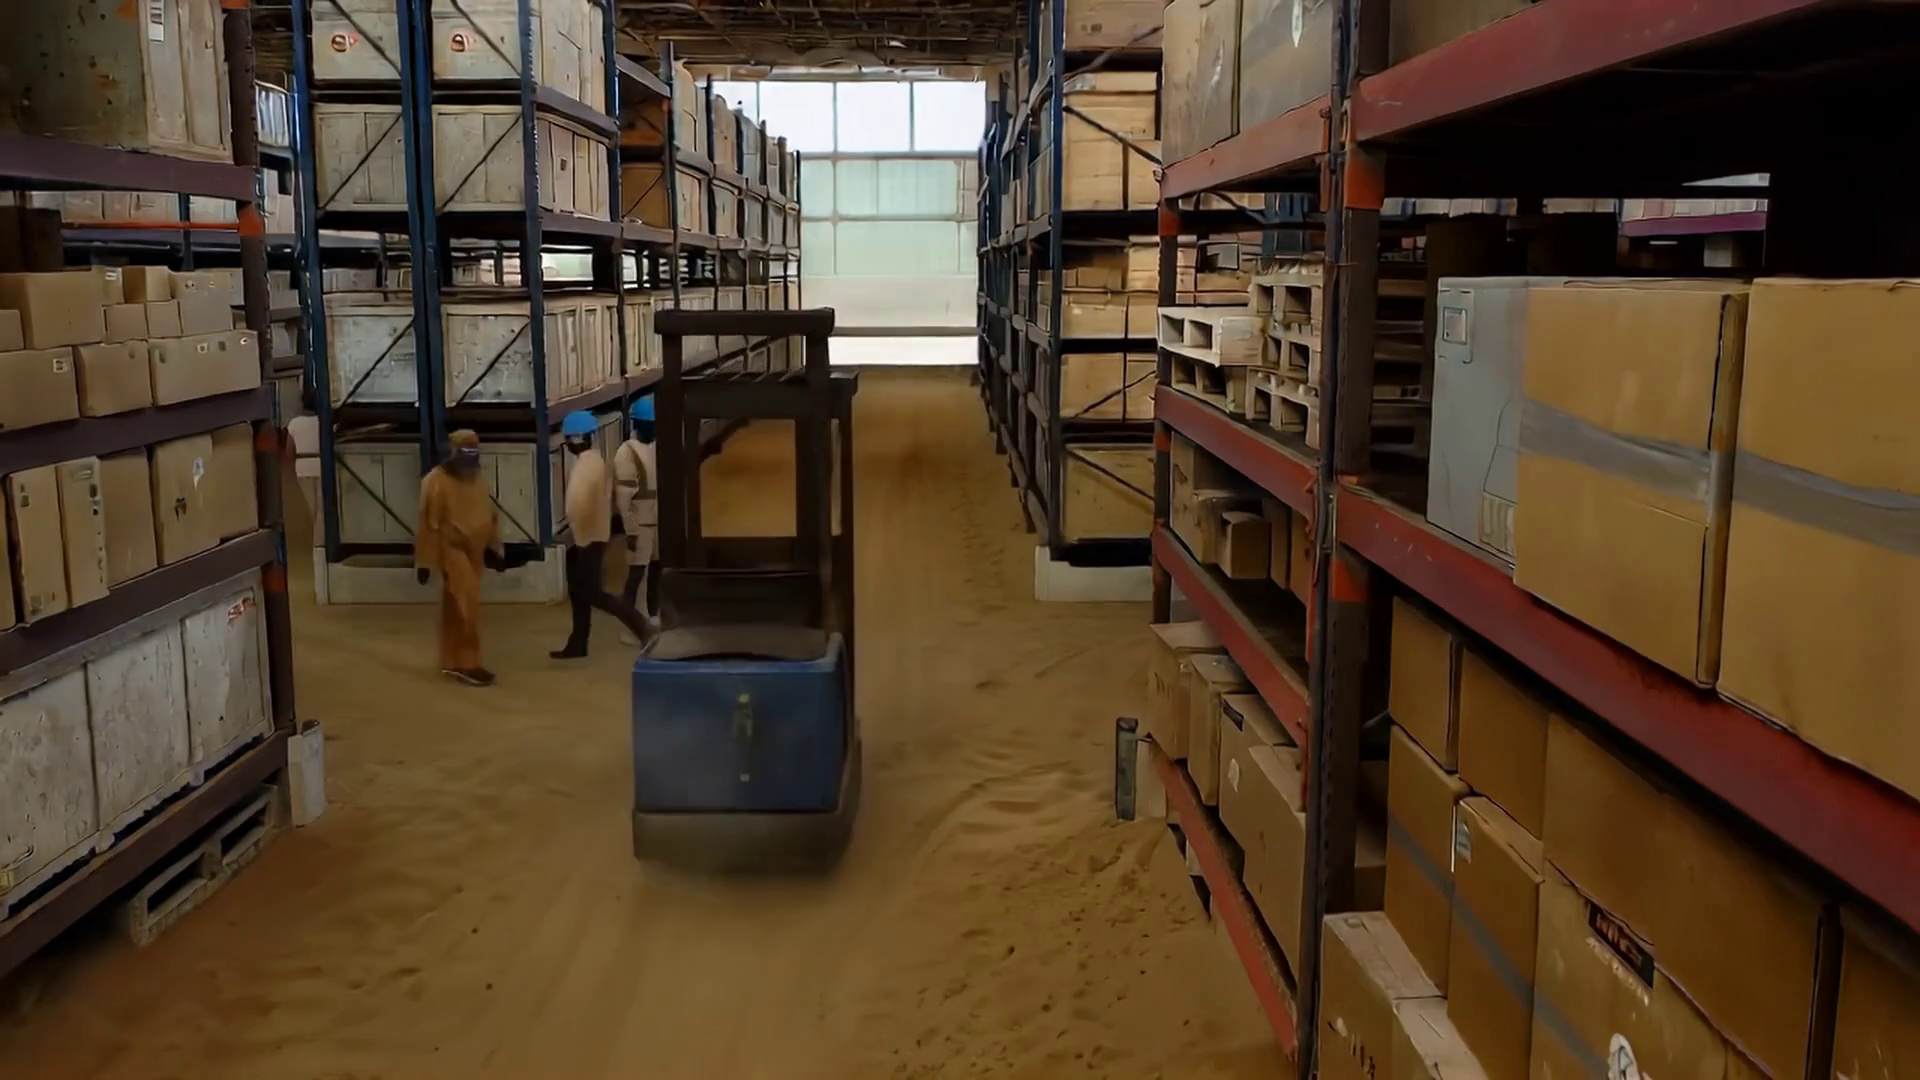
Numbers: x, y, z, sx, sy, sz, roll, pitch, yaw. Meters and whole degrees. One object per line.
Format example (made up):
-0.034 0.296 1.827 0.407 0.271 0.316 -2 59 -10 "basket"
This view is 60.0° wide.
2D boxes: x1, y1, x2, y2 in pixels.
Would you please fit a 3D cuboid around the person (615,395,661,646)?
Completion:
-2.496 -0.151 13.398 0.425 2.031 0.613 5 11 30 "person"

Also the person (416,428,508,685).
-3.565 0.119 12.179 0.780 1.873 0.678 4 10 23 "person"

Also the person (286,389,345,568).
-6.567 -0.648 17.116 0.595 1.795 0.968 0 9 -2 "person"

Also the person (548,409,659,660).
-2.776 -0.025 12.821 0.778 1.970 0.621 -2 9 -10 "person"

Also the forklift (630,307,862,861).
-1.140 0.134 9.037 1.129 2.768 1.873 0 9 -1 "forklift"
